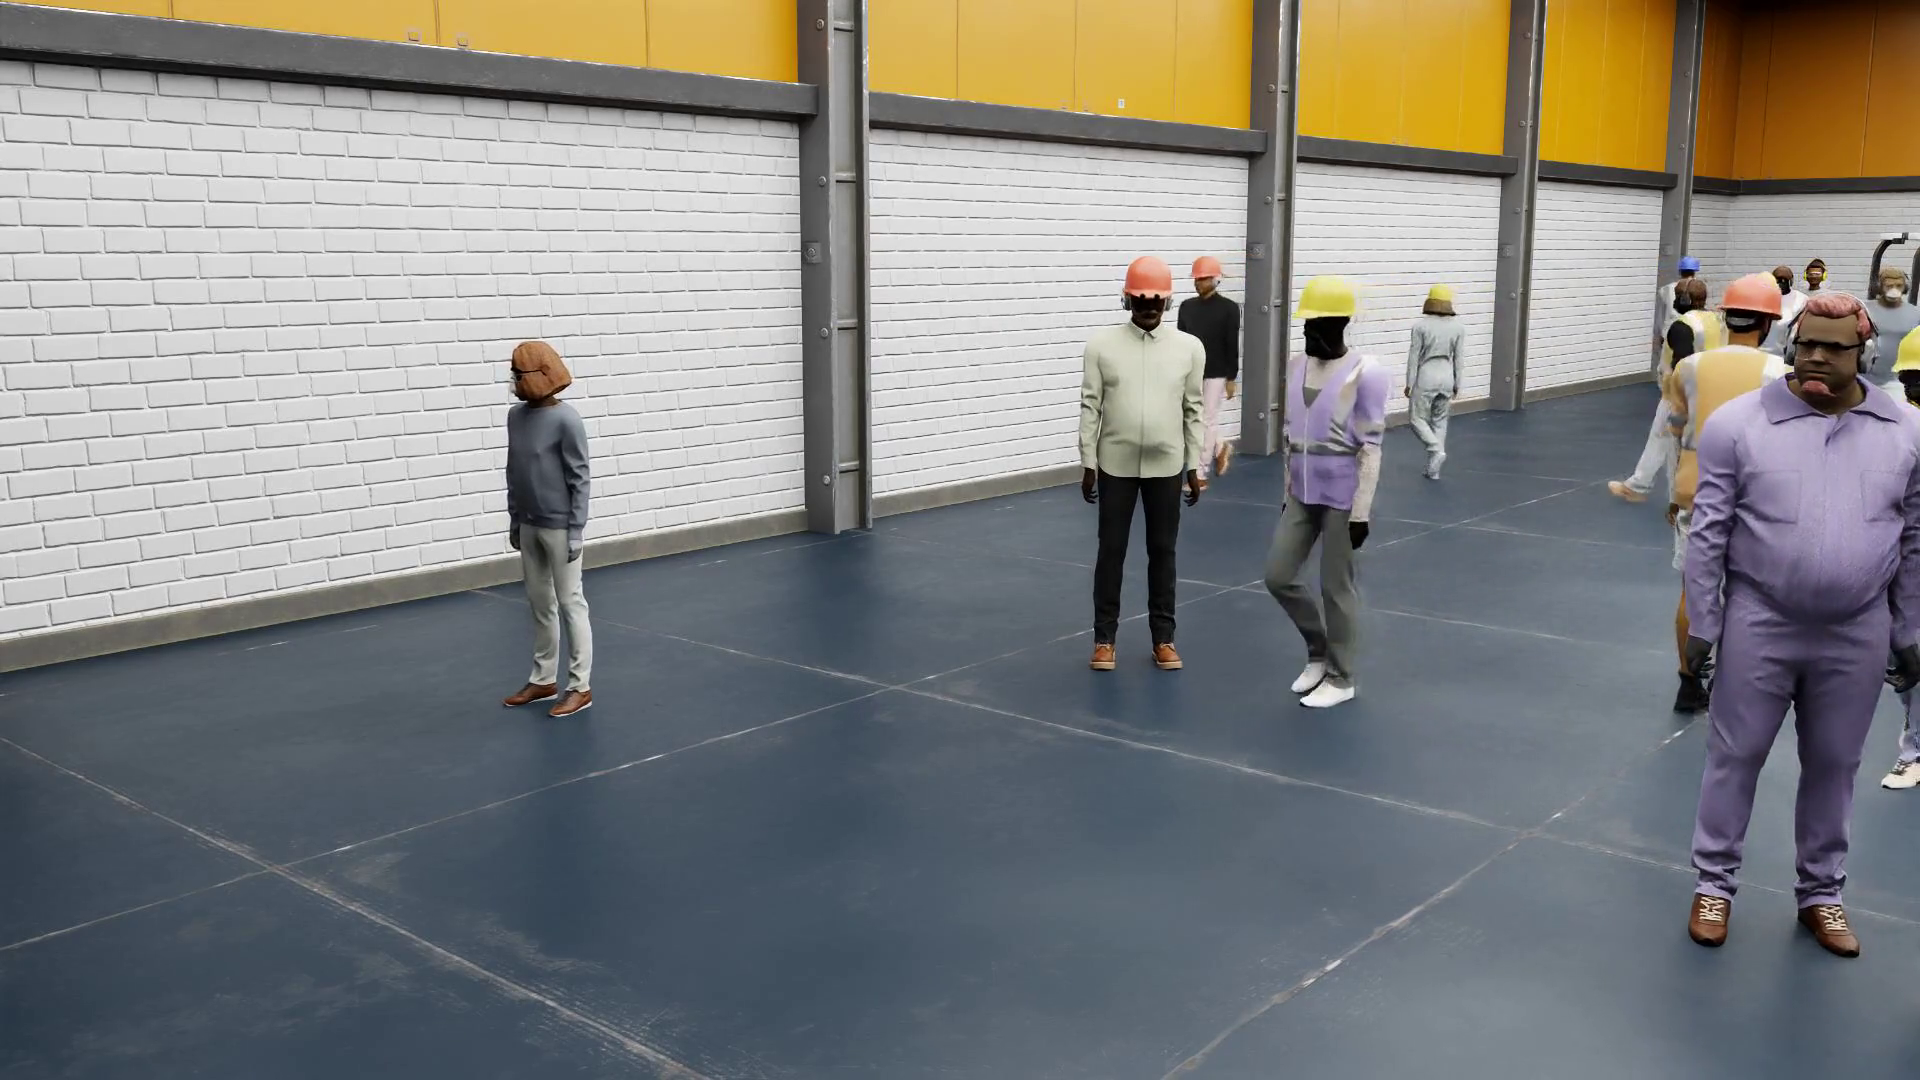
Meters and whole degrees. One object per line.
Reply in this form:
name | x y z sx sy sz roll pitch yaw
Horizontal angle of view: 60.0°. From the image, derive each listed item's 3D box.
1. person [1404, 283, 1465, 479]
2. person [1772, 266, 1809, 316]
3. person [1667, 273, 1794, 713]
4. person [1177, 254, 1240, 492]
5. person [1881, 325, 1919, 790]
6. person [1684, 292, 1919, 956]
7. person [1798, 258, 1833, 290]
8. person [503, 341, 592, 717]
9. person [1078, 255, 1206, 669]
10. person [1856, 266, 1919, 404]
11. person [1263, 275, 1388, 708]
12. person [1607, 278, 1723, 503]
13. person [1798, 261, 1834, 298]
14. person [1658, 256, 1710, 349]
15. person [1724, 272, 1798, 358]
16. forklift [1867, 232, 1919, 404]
person | 4.147 -1.371 14.500 0.506 1.728 0.508 -2 10 -11
person | 8.576 -1.954 17.504 0.626 1.842 0.429 7 12 36
person | 3.334 -0.188 7.225 0.564 1.913 0.457 8 13 39
person | 2.096 -1.406 13.997 0.632 1.974 0.715 9 14 42
person | 3.650 0.061 6.276 0.482 1.751 0.537 -6 12 -32
person | 2.421 0.251 4.767 0.651 1.904 0.402 2 10 12
person | 12.859 -3.306 25.139 0.574 1.866 0.314 1 10 8
person | -1.800 -0.049 7.242 0.501 1.631 0.287 8 13 39
person | 0.872 -0.361 8.001 0.609 1.992 0.383 0 10 -1
person | 7.452 -1.264 13.475 0.632 1.890 1.061 4 11 23
person | 1.592 -0.200 7.316 0.427 1.909 0.622 -6 12 -30
person | 5.642 -1.139 13.006 0.652 1.787 0.977 -8 13 -38
person | 9.820 -2.277 19.243 0.315 1.874 0.531 -8 13 -37
person | 8.862 -2.505 20.392 0.608 1.932 0.451 8 13 38
person | 7.219 -1.503 15.026 0.591 1.803 0.756 5 11 28
forklift | 9.955 -1.972 16.595 2.313 2.155 1.214 1 10 8
